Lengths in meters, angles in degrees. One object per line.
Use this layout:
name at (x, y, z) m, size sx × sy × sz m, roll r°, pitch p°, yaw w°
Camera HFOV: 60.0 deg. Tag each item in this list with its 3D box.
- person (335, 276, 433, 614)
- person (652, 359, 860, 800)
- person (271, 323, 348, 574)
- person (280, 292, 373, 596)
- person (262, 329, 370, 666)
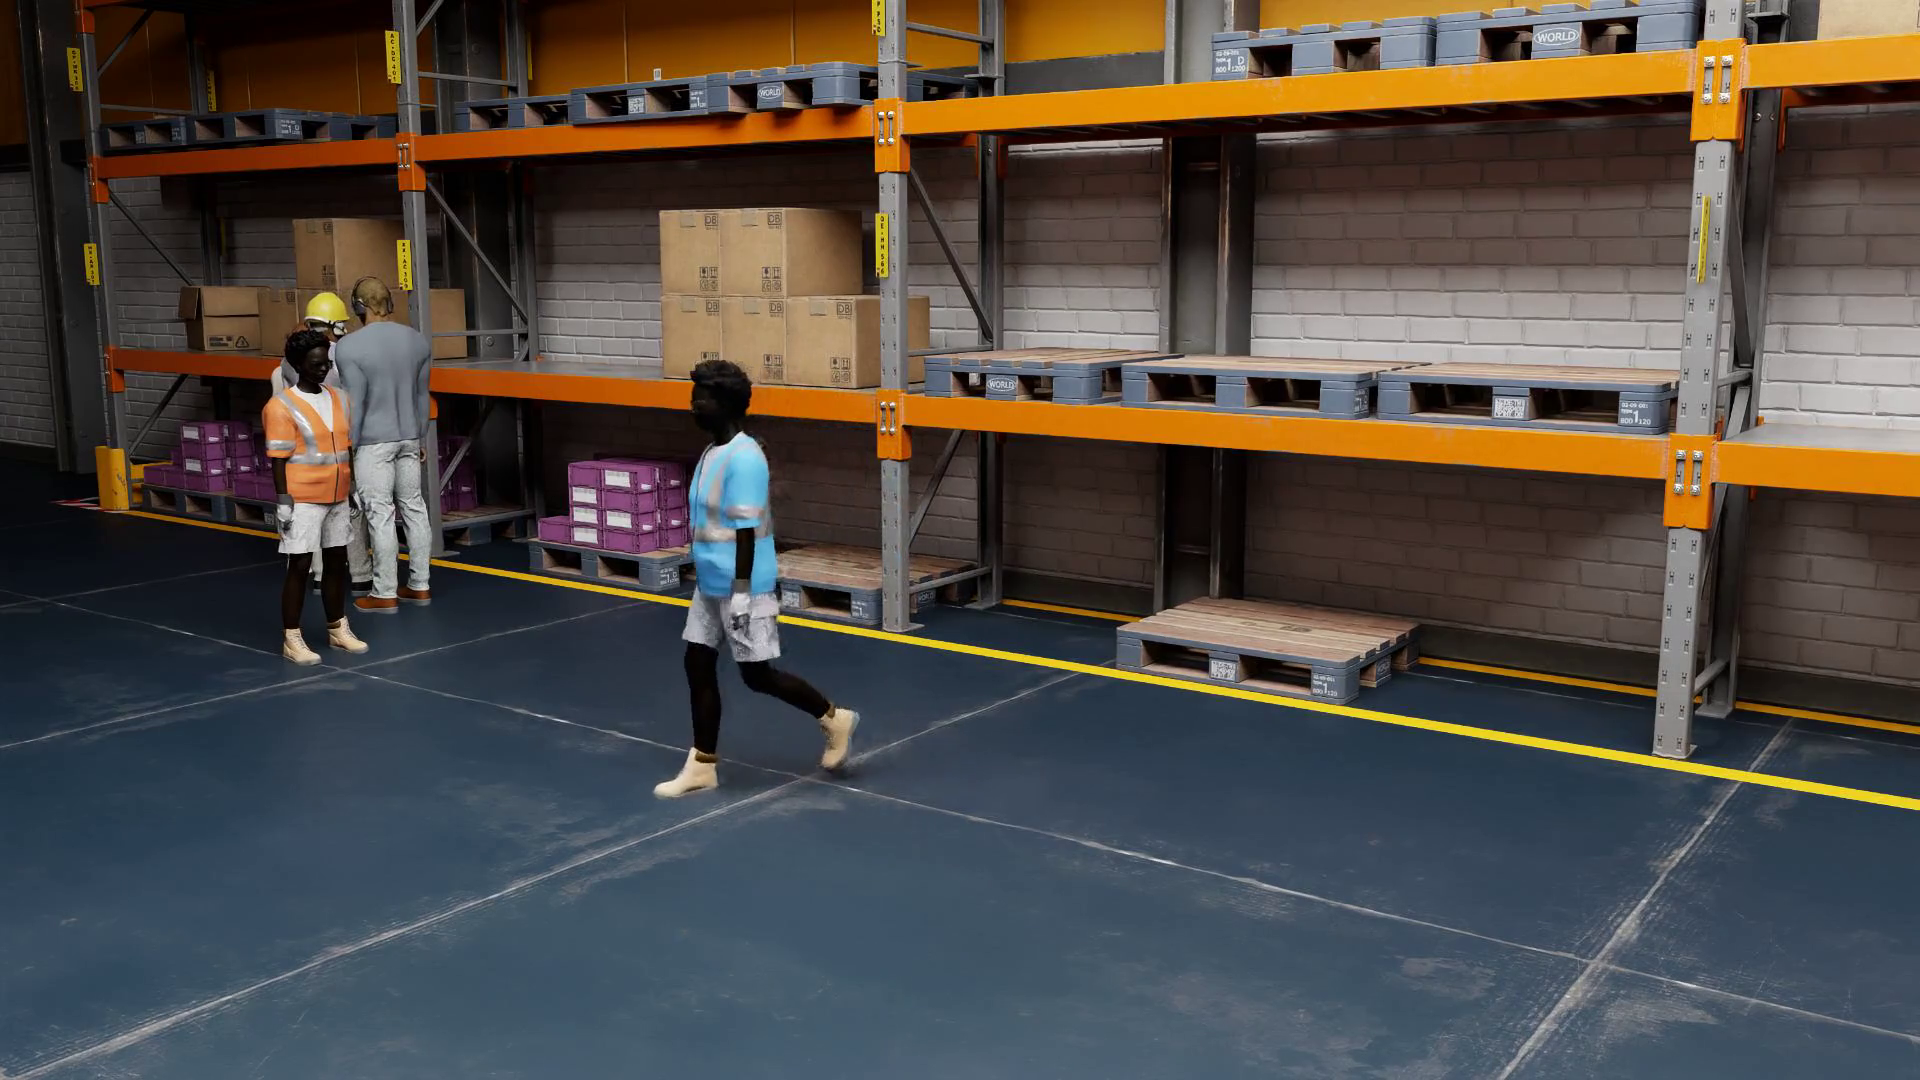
person at (-3.315, -0.541, 9.583) m, size 0.371 × 1.934 × 0.627 m, roll 6°, pitch 11°, yaw 31°
person at (-0.781, 0.145, 6.282) m, size 0.737 × 1.666 × 0.530 m, roll -5°, pitch 11°, yaw -28°
person at (-4.240, -0.599, 10.841) m, size 0.277 × 1.629 × 0.497 m, roll 6°, pitch 11°, yaw 30°
person at (-3.762, -0.571, 10.048) m, size 0.590 × 1.836 × 0.404 m, roll 2°, pitch 10°, yaw 14°
person at (-3.249, -0.214, 8.377) m, size 0.320 × 1.687 × 0.533 m, roll 4°, pitch 10°, yaw 24°
